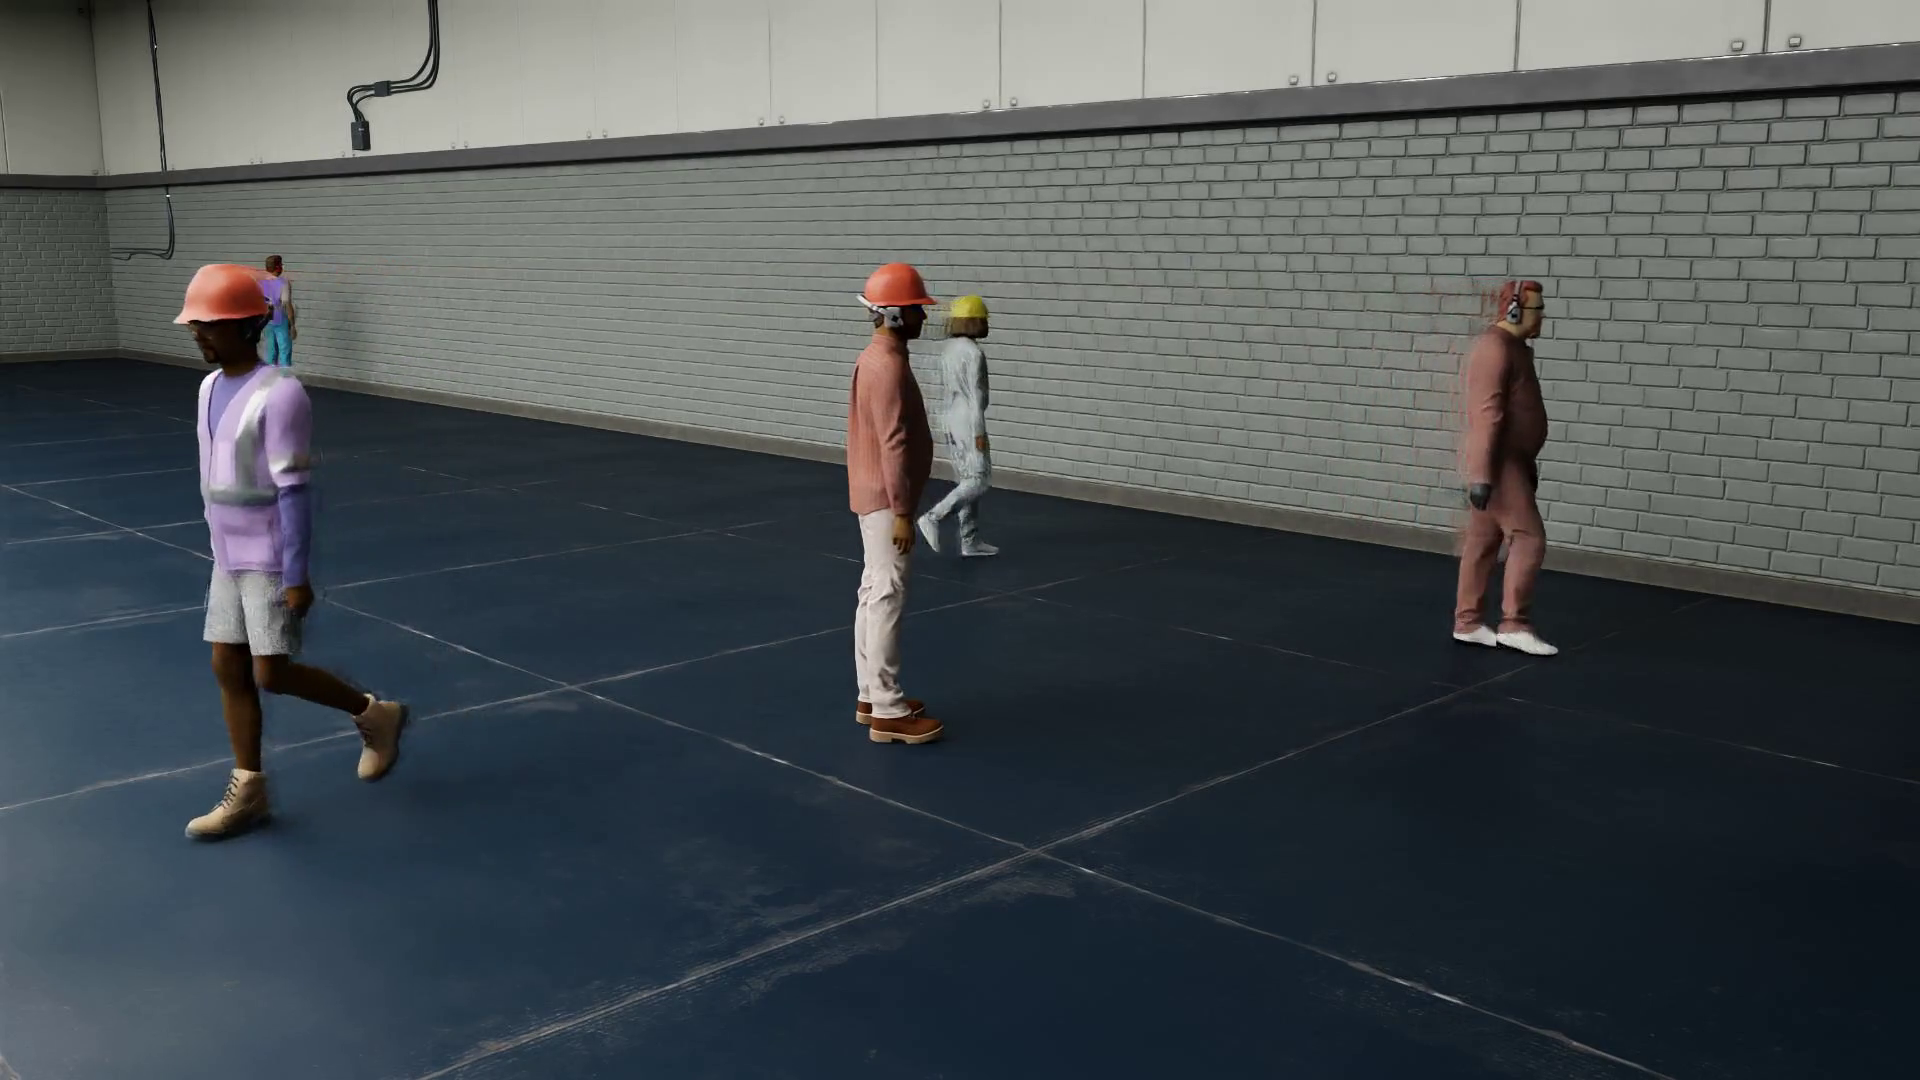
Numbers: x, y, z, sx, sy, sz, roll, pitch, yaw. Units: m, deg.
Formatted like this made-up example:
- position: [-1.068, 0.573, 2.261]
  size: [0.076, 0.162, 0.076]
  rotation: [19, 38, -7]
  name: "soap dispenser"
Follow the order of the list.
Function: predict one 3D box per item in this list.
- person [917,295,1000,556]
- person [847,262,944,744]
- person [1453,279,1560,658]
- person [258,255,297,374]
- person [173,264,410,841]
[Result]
- position: [0.002, -0.734, 10.872]
  size: [0.527, 1.727, 0.499]
  rotation: [-3, 11, -18]
  name: "person"
- position: [-0.275, -0.157, 7.036]
  size: [0.395, 1.985, 0.608]
  rotation: [-2, 11, -11]
  name: "person"
- position: [2.837, -0.354, 8.365]
  size: [0.686, 1.883, 0.680]
  rotation: [4, 11, 23]
  name: "person"
- position: [-8.959, -2.802, 21.828]
  size: [0.563, 1.850, 0.390]
  rotation: [5, 11, 24]
  name: "person"
- position: [-2.442, 0.029, 5.952]
  size: [0.607, 2.022, 0.732]
  rotation: [8, 13, 38]
  name: "person"
